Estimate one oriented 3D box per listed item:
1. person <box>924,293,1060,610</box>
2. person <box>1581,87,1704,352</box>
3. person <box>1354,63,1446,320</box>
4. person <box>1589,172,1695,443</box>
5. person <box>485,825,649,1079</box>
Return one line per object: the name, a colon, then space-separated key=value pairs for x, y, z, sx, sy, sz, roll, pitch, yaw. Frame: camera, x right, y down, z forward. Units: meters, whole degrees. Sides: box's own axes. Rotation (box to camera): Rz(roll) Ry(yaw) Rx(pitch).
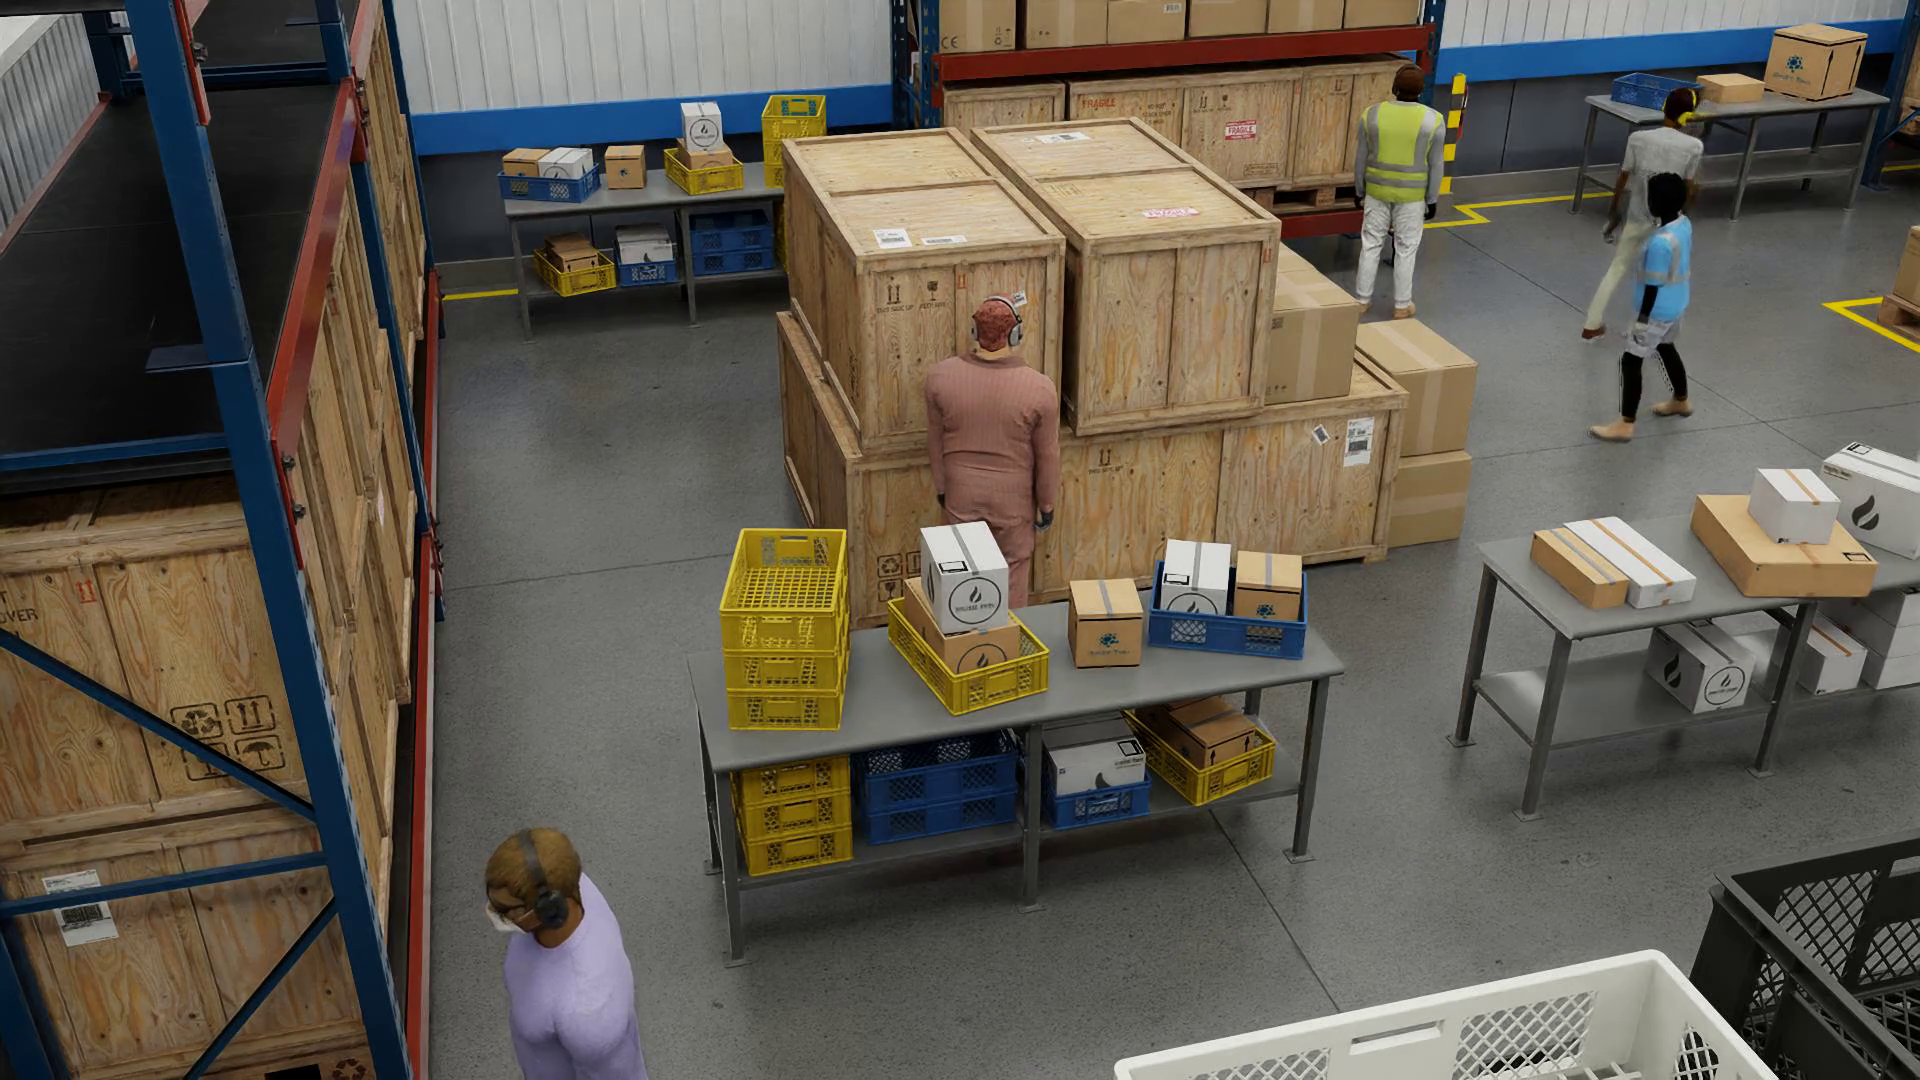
person: x=0.163 y=-0.250 z=7.875 sx=0.636 sy=1.900 sz=0.400 roll=7 pitch=30 yaw=13
person: x=4.742 y=-2.202 z=11.483 sx=0.543 sy=1.834 sz=0.390 roll=15 pitch=32 yaw=25
person: x=3.154 y=-2.502 z=12.012 sx=0.633 sy=1.843 sz=0.429 roll=13 pitch=31 yaw=22
person: x=4.351 y=-1.433 z=10.253 sx=0.470 sy=1.666 sz=0.728 roll=20 pitch=35 yaw=32
person: x=-1.030 y=1.559 z=4.545 sx=0.373 sy=1.938 sz=0.627 roll=-11 pitch=31 yaw=-19
